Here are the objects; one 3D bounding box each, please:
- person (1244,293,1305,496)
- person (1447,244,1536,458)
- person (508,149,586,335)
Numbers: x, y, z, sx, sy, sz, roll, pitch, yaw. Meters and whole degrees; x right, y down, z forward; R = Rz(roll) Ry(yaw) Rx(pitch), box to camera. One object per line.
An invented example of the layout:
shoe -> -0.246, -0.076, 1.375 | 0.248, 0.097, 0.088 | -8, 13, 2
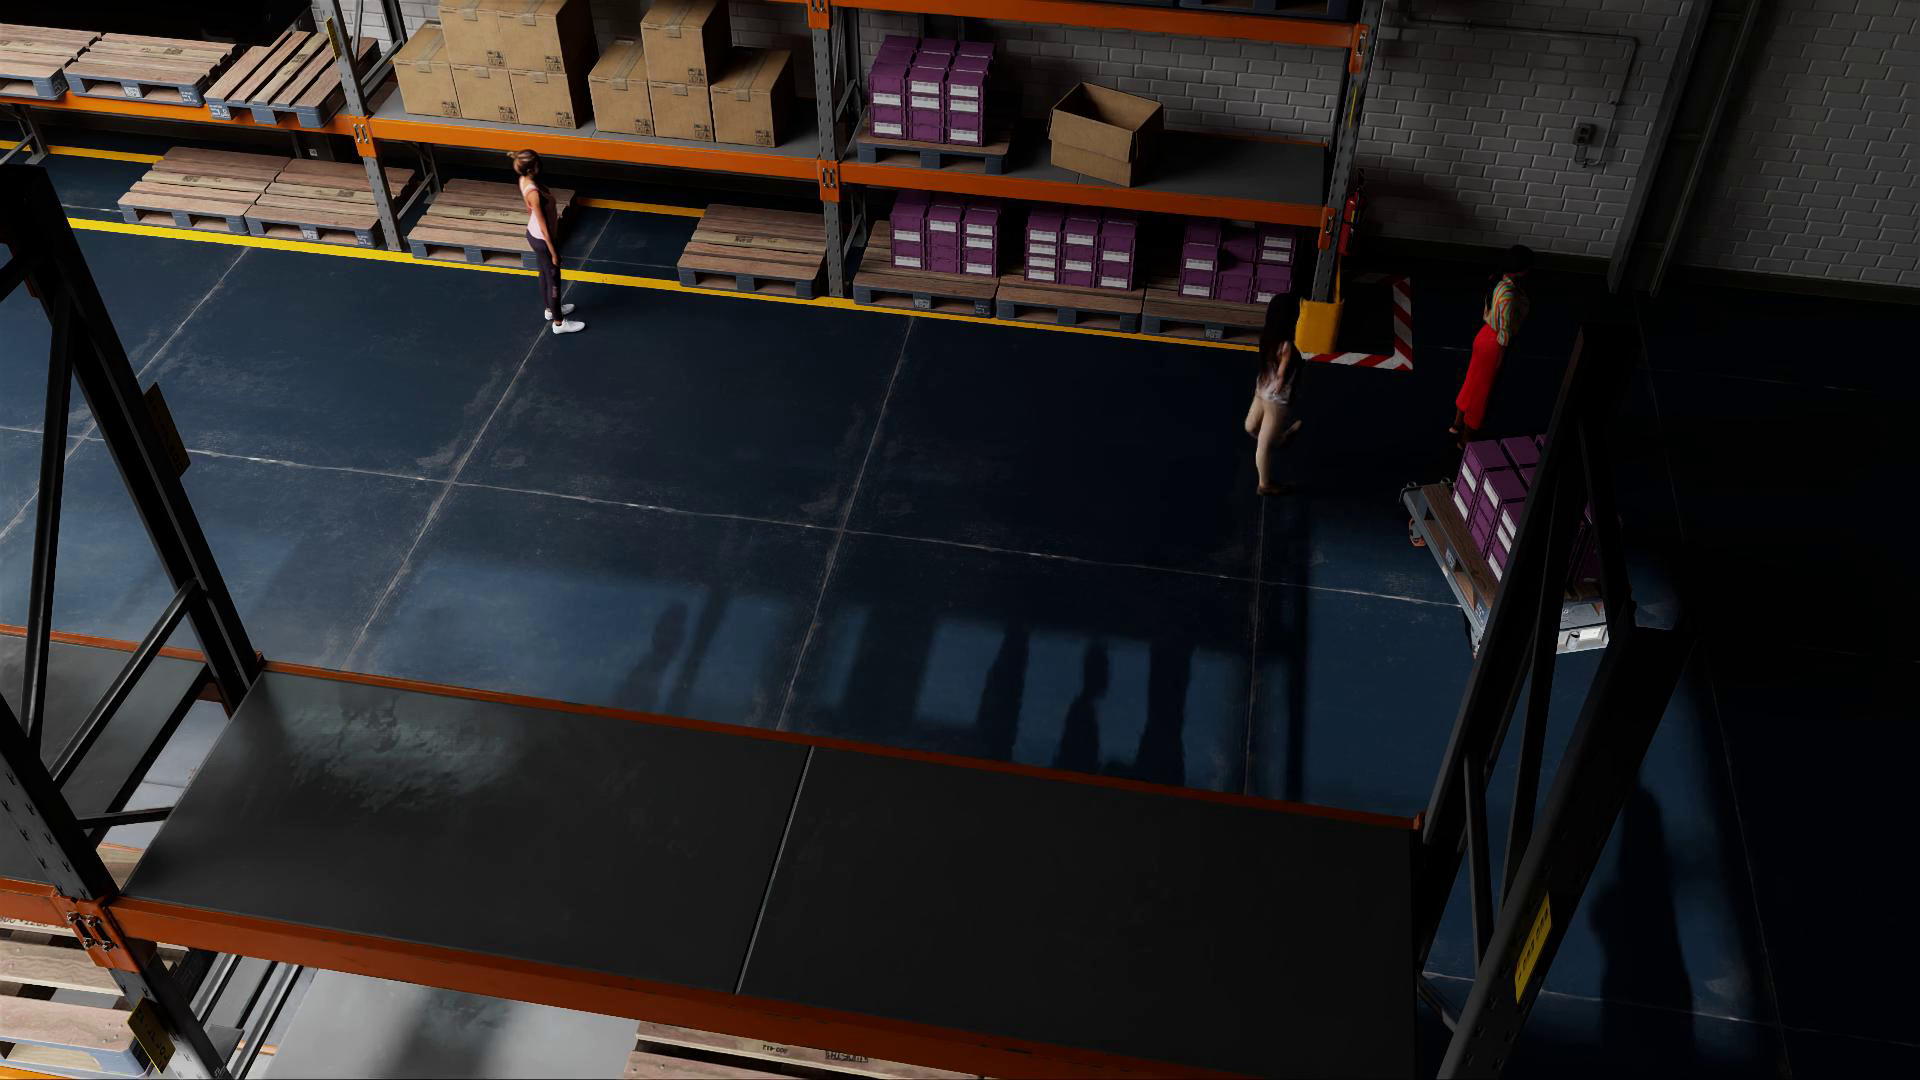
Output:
person -> 2.357, -1.064, 11.924 | 0.830, 1.649, 0.719 | -4, 44, -4
person -> 3.873, -1.372, 12.144 | 0.595, 1.792, 0.645 | -1, 44, -1
person -> -3.347, -2.413, 13.345 | 0.700, 1.642, 0.662 | -19, 47, -19
